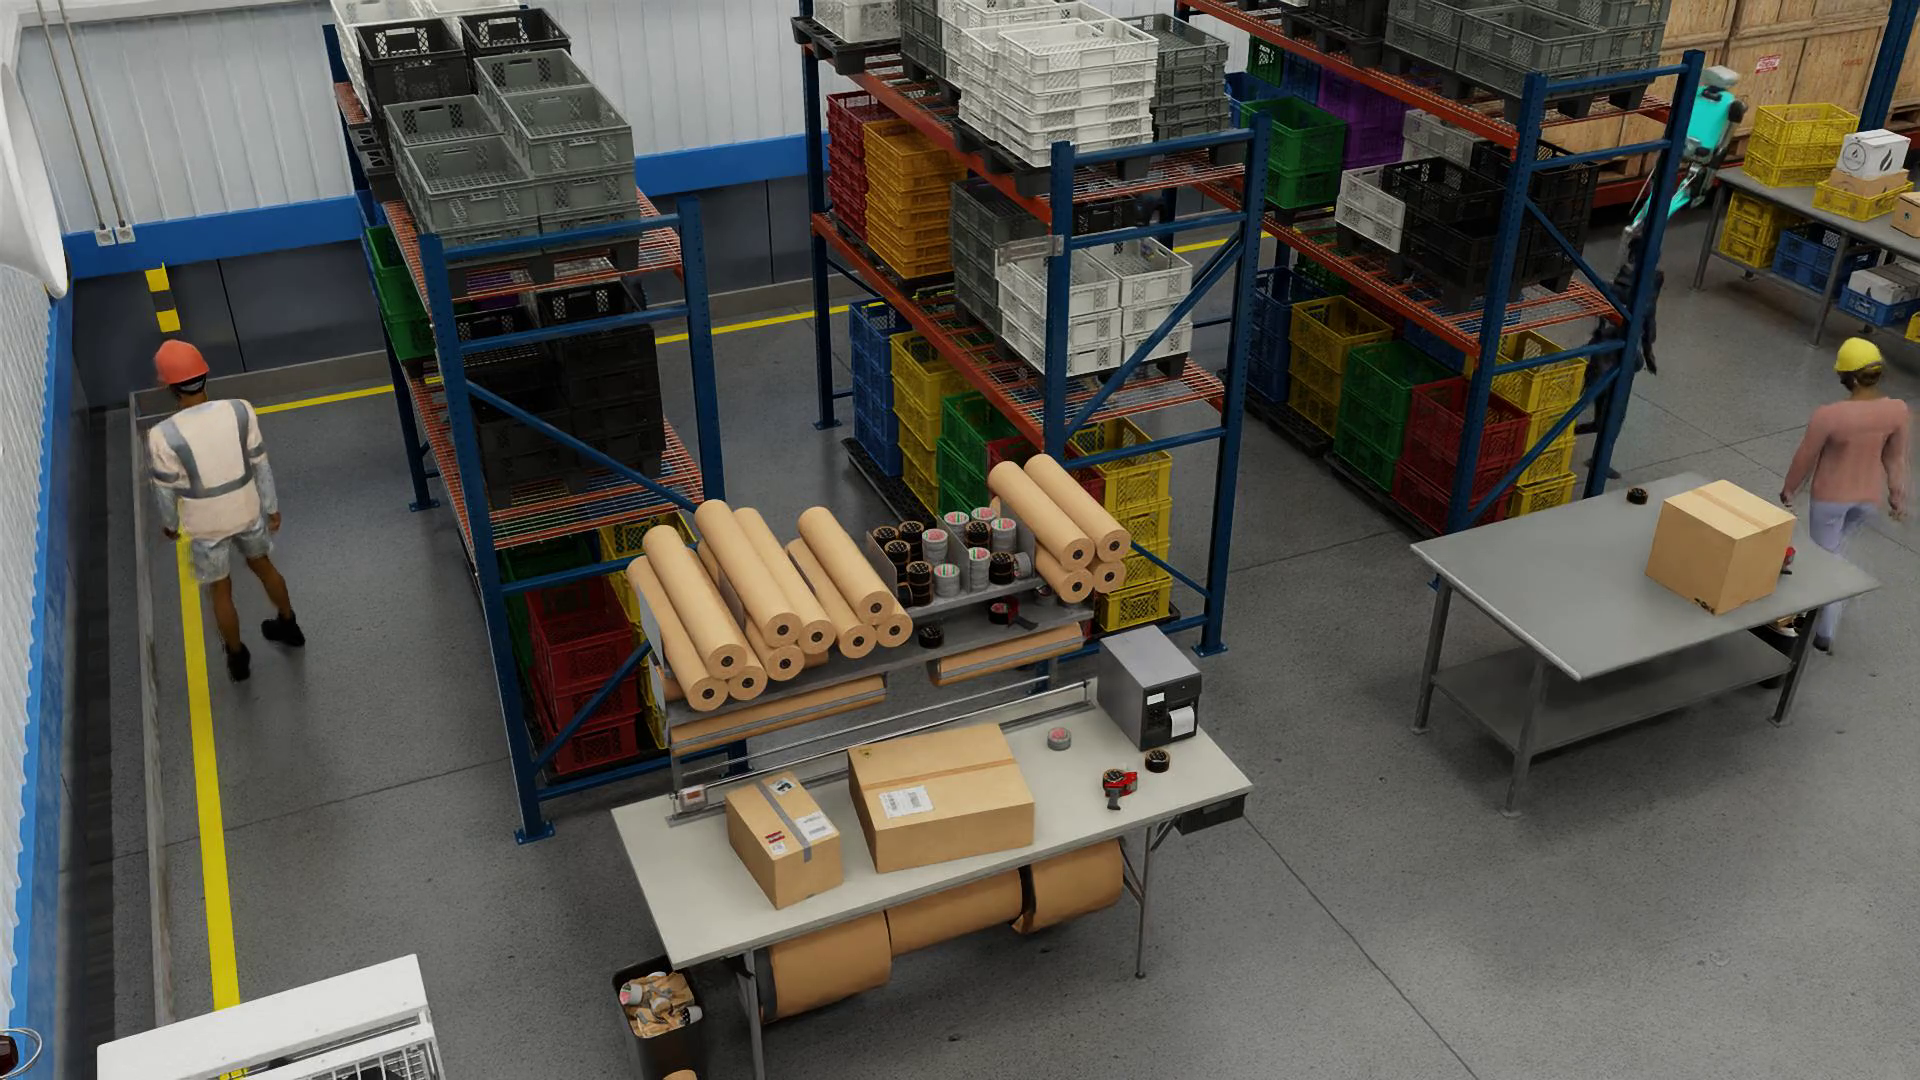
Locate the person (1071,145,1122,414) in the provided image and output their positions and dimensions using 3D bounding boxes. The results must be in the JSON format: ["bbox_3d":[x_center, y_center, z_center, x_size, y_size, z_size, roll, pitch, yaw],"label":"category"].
[{"bbox_3d":[0.953,-1.765,11.162,0.418,2.034,0.606,10,33,16],"label":"person"}]

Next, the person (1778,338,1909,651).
[{"bbox_3d":[4.748,-0.297,9.061,0.568,1.714,0.823,-3,32,-4],"label":"person"}]

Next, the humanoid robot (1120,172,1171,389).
[{"bbox_3d":[1.186,-1.843,11.613,0.612,1.648,0.339,-9,33,-14],"label":"humanoid robot"}]

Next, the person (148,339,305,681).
[{"bbox_3d":[-3.845,-0.150,8.639,0.434,1.920,0.548,24,39,33],"label":"person"}]

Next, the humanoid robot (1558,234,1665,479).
[{"bbox_3d":[4.143,-1.190,10.570,0.611,1.643,0.468,-19,36,-27],"label":"humanoid robot"}]

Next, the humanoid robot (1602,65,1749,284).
[{"bbox_3d":[5.619,-2.781,13.169,0.813,1.850,0.618,-20,37,-29],"label":"humanoid robot"}]

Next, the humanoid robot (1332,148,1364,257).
[{"bbox_3d":[3.038,-2.420,12.591,0.492,1.638,0.612,20,37,29],"label":"humanoid robot"}]

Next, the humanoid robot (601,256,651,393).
[{"bbox_3d":[-2.037,-1.054,10.325,0.315,1.657,0.599,-6,32,-10],"label":"humanoid robot"}]
